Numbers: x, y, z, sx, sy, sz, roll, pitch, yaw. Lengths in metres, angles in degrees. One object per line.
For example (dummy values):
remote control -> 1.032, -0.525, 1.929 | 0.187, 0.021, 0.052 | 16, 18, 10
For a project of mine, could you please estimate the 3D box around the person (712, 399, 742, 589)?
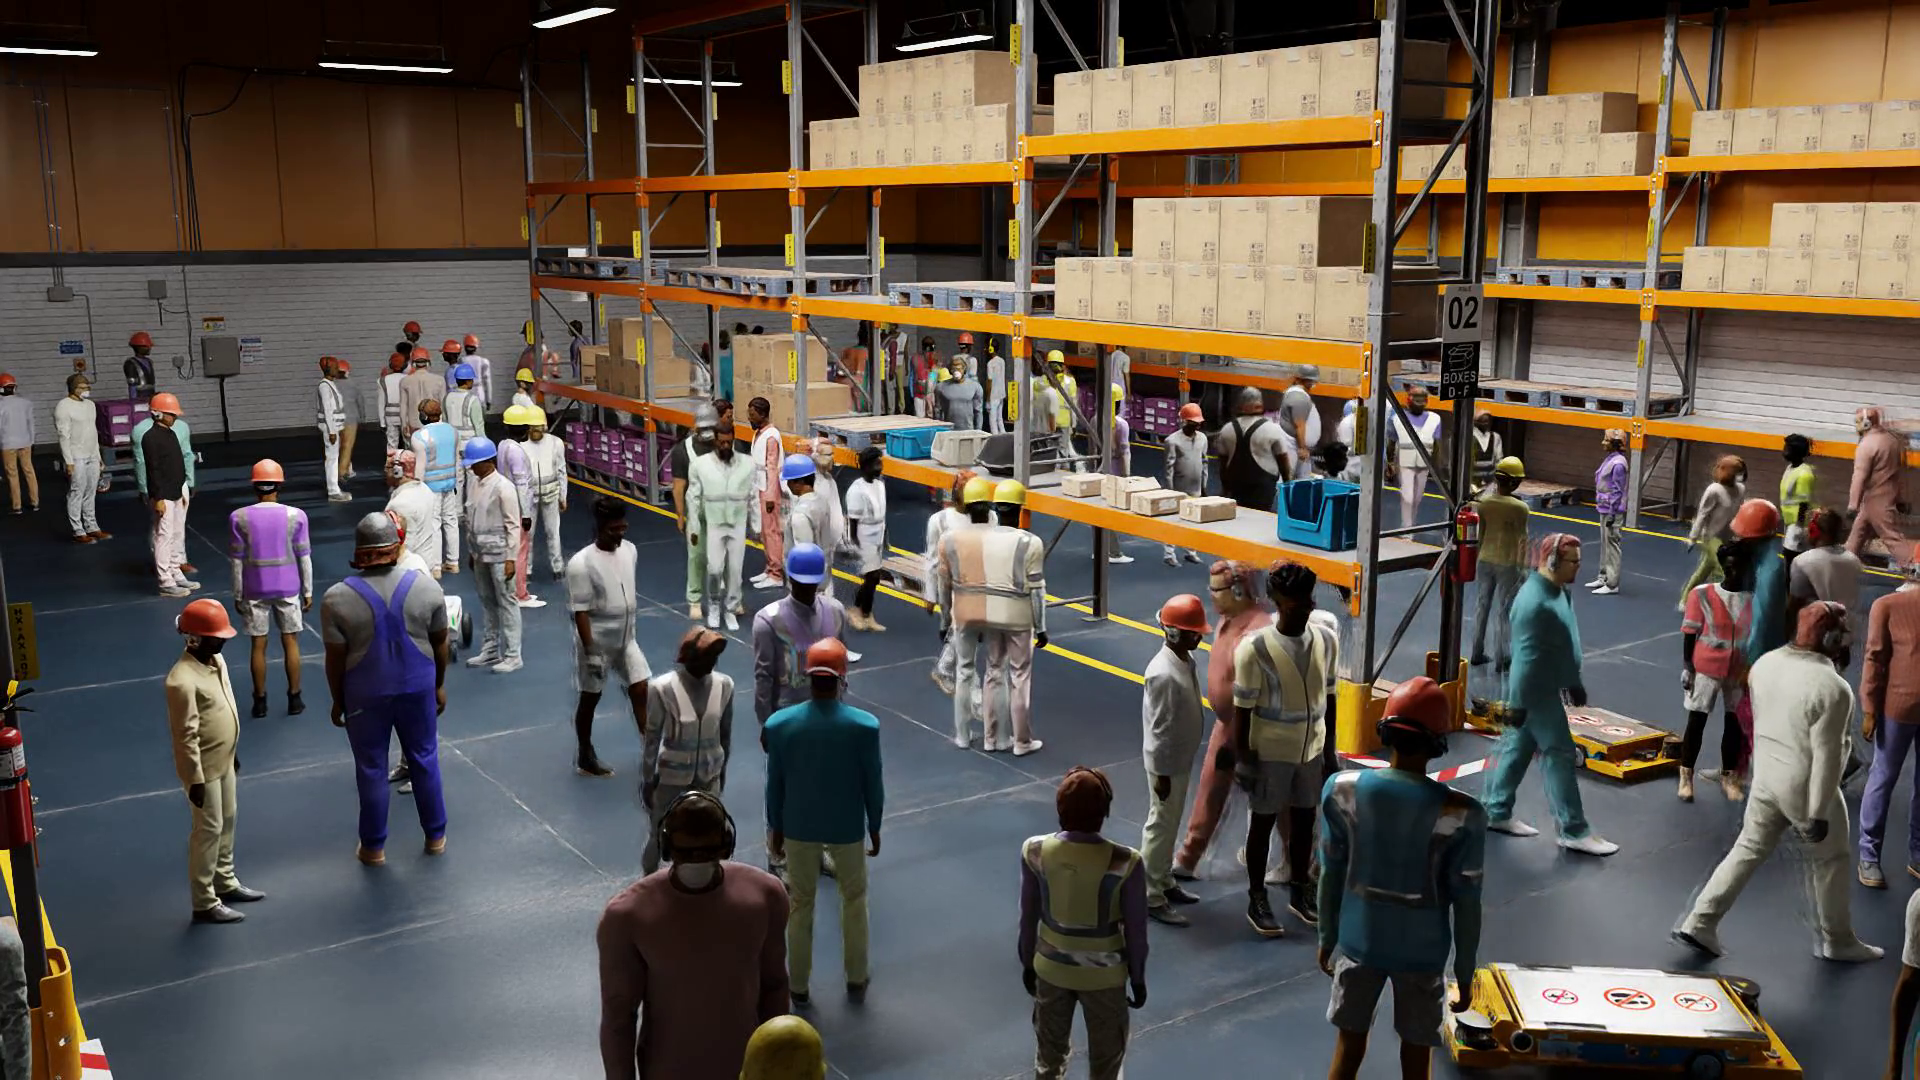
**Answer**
person -> -2.407, -0.456, 16.538 | 0.398, 1.909, 0.600 | -1, 11, -4

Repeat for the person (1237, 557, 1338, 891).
person -> 1.812, 1.012, 9.135 | 0.584, 1.864, 0.757 | -3, 11, -15

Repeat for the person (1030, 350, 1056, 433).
person -> 1.018, -1.594, 22.332 | 0.590, 1.917, 0.396 | -5, 12, -22

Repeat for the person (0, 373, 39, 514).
person -> -11.830, -1.208, 20.770 | 0.341, 1.750, 0.567 | 6, 12, 26

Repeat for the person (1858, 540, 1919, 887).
person -> 5.281, 0.938, 9.163 | 0.612, 1.997, 0.376 | 1, 11, 6

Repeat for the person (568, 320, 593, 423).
person -> -6.496, -2.801, 28.475 | 0.375, 1.933, 0.625 | 1, 11, 4

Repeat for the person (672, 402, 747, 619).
person -> -2.281, -0.280, 15.284 | 0.692, 2.000, 0.544 | -2, 11, -12

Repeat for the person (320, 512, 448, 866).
person -> -3.301, 0.839, 9.556 | 0.683, 2.000, 0.536 | -6, 13, -28

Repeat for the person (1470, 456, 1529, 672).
person -> 4.429, 0.194, 13.583 | 0.340, 1.762, 0.525 | -6, 13, -28

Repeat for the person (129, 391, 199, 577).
person -> -8.136, -0.564, 17.035 | 0.371, 1.931, 0.630 | 7, 13, 31

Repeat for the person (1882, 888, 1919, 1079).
person -> 3.285, 1.752, 5.387 | 0.518, 1.844, 0.332 | 9, 14, 38

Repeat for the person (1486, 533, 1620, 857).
person -> 3.528, 0.893, 9.702 | 0.907, 1.868, 0.661 | 6, 13, 28

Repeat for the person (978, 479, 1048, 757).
person -> 0.329, 0.537, 11.439 | 0.587, 1.914, 0.389 | 7, 13, 32

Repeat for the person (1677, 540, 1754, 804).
person -> 4.818, 0.829, 10.491 | 0.538, 1.695, 0.320 | 2, 11, 11

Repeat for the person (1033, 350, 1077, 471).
person -> 1.265, -1.565, 22.174 | 0.584, 1.919, 0.381 | 1, 11, 5

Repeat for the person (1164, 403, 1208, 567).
person -> 2.413, -0.583, 17.605 | 0.572, 1.743, 0.349 | -7, 13, -30

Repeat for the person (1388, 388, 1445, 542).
person -> 5.048, -0.762, 18.331 | 0.570, 1.814, 0.823 | -1, 11, -6

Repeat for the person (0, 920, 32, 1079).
person -> -3.301, 1.784, 5.487 | 0.484, 1.744, 0.296 | 2, 11, 8

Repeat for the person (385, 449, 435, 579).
person -> -4.308, 0.238, 12.978 | 0.405, 1.911, 0.636 | 0, 11, -2

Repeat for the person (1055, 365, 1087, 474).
person -> 1.457, -1.685, 23.606 | 0.820, 1.598, 0.506 | 5, 12, 25

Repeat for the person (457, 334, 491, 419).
person -> -7.417, -2.155, 25.207 | 0.588, 1.910, 0.630 | -5, 12, -25

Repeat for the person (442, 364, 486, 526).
person -> -5.885, -1.124, 19.842 | 0.614, 1.945, 0.406 | 6, 13, 30

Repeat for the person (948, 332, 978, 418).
person -> 0.074, -2.201, 25.413 | 0.543, 1.929, 0.385 | 9, 15, 40

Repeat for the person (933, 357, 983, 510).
person -> -0.027, -1.337, 20.956 | 0.636, 1.939, 0.364 | 1, 11, 3

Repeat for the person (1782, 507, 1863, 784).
person -> 5.675, 0.704, 10.887 | 0.625, 1.810, 0.799 | -5, 12, -23

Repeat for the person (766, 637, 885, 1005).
person -> -0.630, 1.325, 7.871 | 0.560, 1.733, 0.441 | 1, 11, 3

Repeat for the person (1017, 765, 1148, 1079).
person -> 0.462, 1.669, 6.368 | 0.520, 1.633, 0.314 | 5, 12, 24

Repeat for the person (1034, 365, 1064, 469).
person -> 1.150, -1.296, 21.055 | 0.607, 1.831, 0.519 | -1, 11, -4

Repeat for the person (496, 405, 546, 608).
person -> -4.176, -0.318, 15.767 | 0.367, 1.926, 0.594 | -6, 13, -28

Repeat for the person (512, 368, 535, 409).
person -> -5.567, -1.322, 21.327 | 0.325, 1.765, 0.530 | 0, 11, 2

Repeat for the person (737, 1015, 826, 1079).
person -> -0.457, 2.035, 4.234 | 0.492, 1.732, 0.318 | 2, 11, 11

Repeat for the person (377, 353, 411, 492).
person -> -7.513, -1.575, 22.350 | 0.579, 1.876, 0.363 | 0, 11, -2

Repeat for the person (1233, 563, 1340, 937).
person -> 1.687, 1.072, 8.594 | 0.612, 1.961, 0.376 | -5, 12, -22

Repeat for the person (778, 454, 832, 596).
person -> -1.153, 0.312, 12.515 | 0.396, 1.940, 0.601 | 2, 11, 9

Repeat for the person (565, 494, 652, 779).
person -> -2.183, 0.662, 10.768 | 0.949, 1.918, 0.623 | 7, 13, 33

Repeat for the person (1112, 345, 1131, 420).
person -> 2.521, -2.362, 26.474 | 0.339, 1.834, 0.523 | -8, 14, -35

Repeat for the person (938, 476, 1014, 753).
person -> 0.149, 0.516, 11.507 | 0.594, 1.925, 0.384 | 1, 11, 7

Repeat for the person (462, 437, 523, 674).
person -> -3.808, 0.116, 13.512 | 0.606, 1.940, 0.416 | 9, 14, 39

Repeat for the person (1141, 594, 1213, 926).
person -> 1.146, 1.137, 8.774 | 0.345, 1.746, 0.573 | 4, 12, 20

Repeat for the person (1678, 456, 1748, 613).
person -> 6.895, 0.008, 15.037 | 0.525, 1.562, 0.960 | -7, 13, -30

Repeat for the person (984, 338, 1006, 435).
person -> 0.520, -2.133, 25.240 | 0.323, 1.860, 0.516 | 5, 12, 26

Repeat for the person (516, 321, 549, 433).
person -> -6.806, -2.481, 26.548 | 0.536, 2.000, 0.682 | -5, 12, -24

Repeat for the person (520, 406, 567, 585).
person -> -4.241, -0.446, 16.708 | 0.594, 1.823, 0.406 | -4, 12, -20
